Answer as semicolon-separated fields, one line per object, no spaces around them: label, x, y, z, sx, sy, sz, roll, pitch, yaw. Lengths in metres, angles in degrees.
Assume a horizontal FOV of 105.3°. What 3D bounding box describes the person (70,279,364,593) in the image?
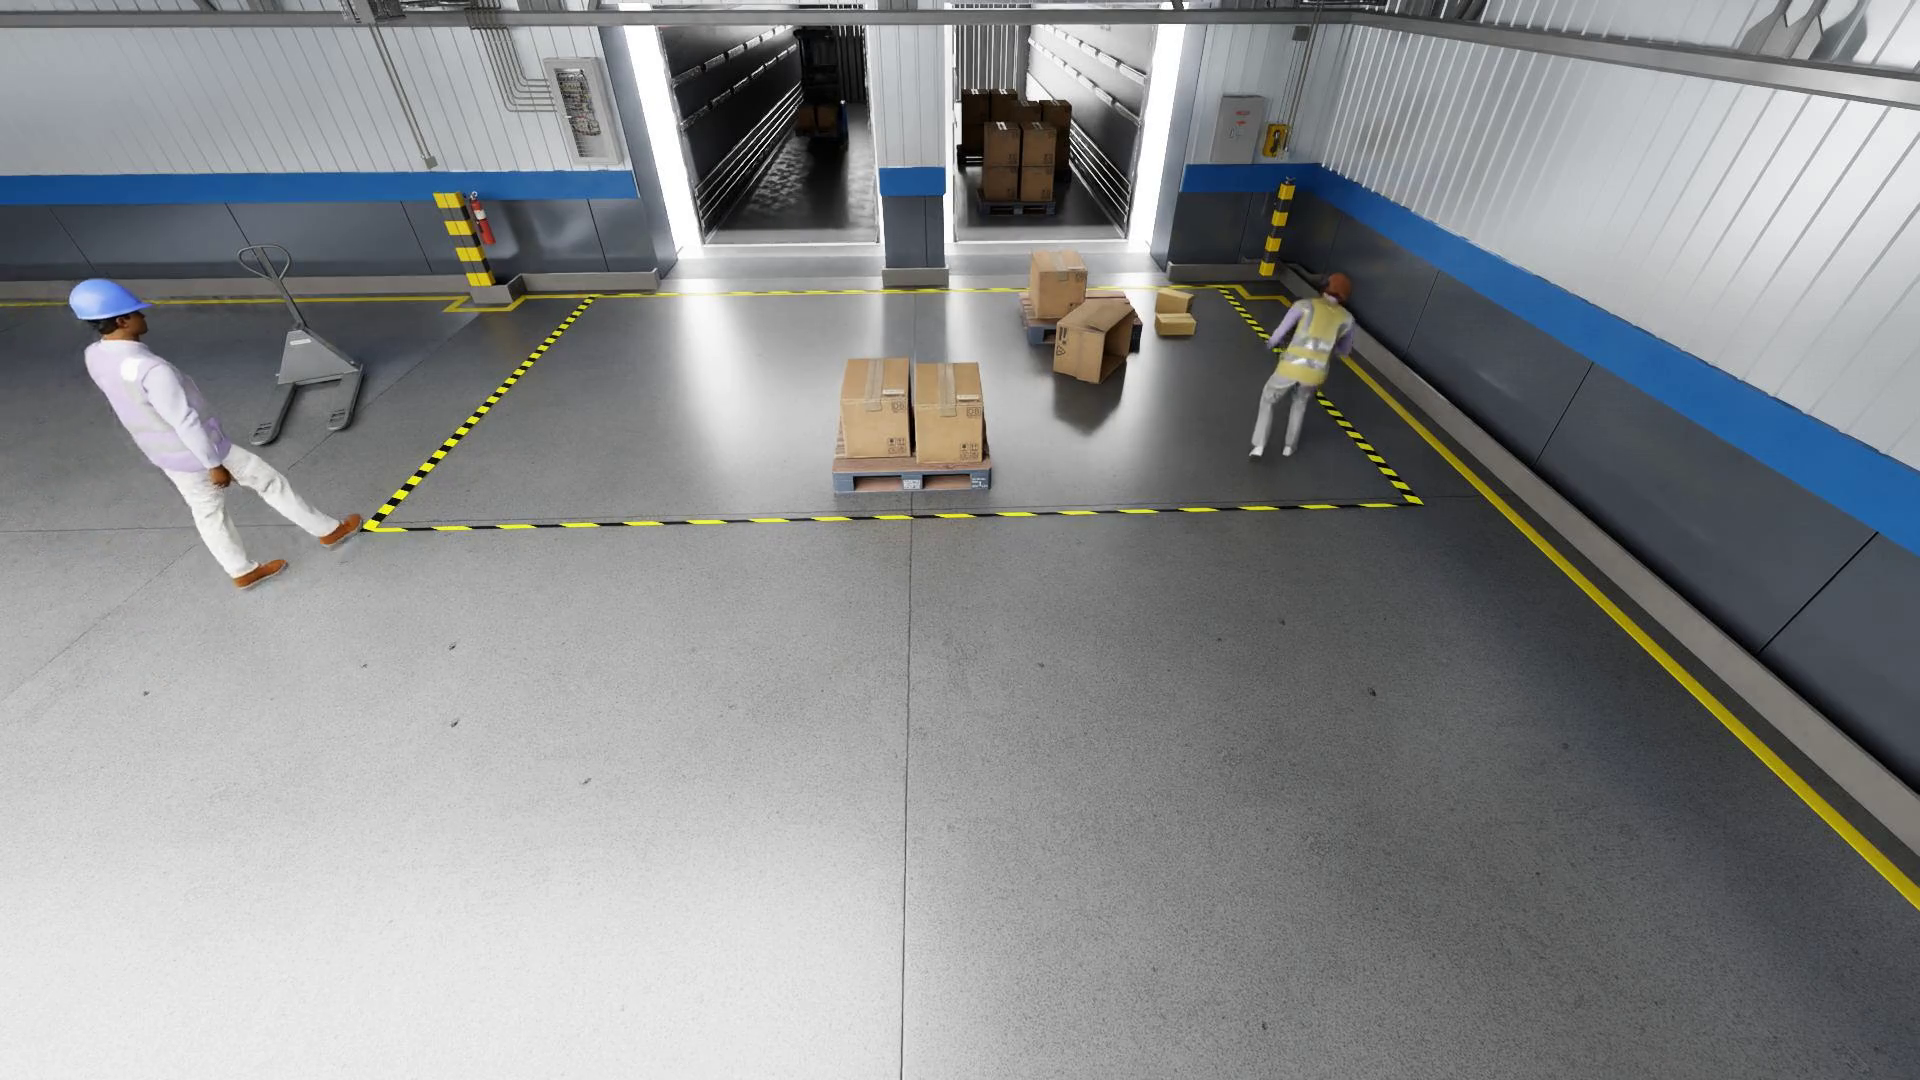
person;-4.488;-0.627;4.421;0.604;1.915;0.794;10;40;12

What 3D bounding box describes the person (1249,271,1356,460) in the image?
person;2.684;-1.310;5.710;0.625;1.412;0.890;10;40;12

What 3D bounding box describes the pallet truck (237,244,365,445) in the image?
pallet truck;-5.915;-1.733;6.366;0.680;1.201;1.601;-18;42;-21

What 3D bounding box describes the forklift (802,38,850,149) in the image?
forklift;-2.861;-9.593;15.626;0.716;2.013;0.776;1;38;1
